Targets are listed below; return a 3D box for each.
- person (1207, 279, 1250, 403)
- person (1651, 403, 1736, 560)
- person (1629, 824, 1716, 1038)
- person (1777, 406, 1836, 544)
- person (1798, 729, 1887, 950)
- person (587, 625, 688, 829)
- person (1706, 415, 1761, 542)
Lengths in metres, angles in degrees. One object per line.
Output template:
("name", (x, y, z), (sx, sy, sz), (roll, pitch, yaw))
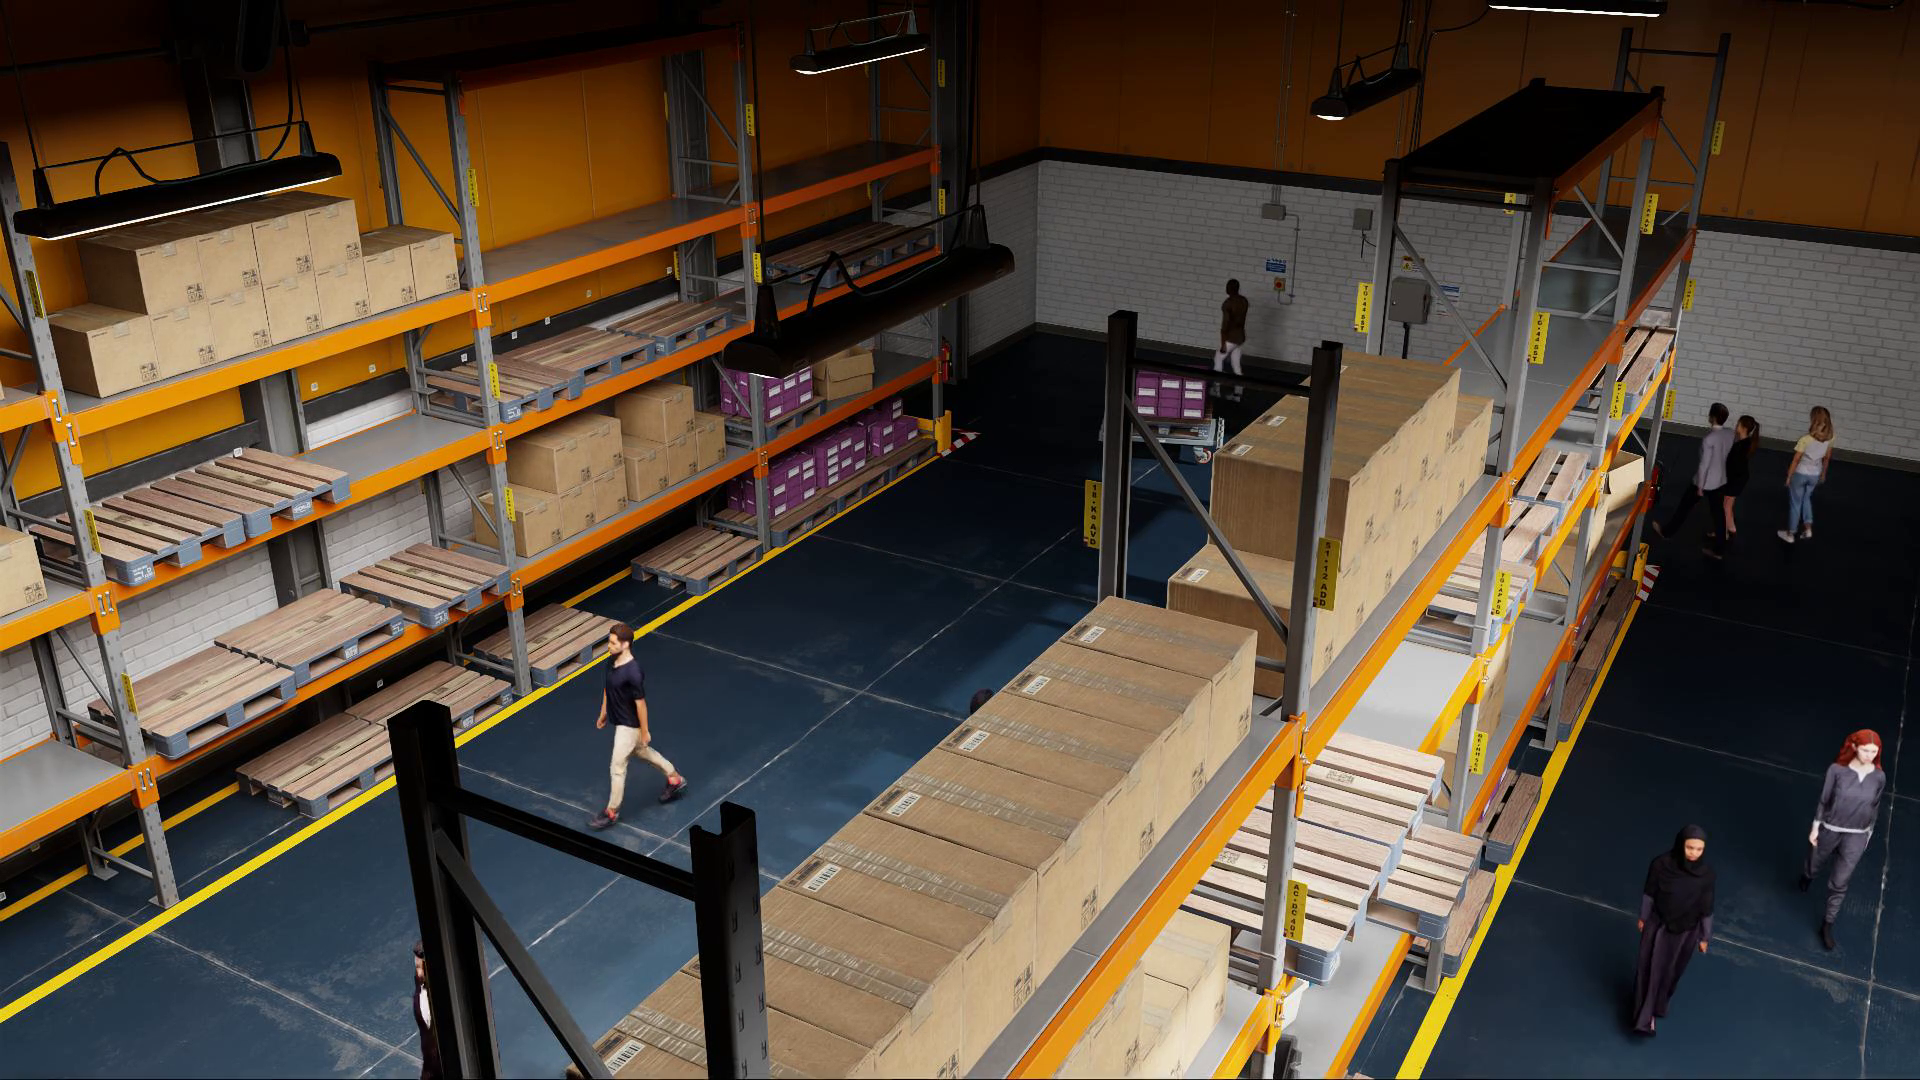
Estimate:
("person", (4.026, -2.877, 24.228), (0.928, 1.803, 0.974), (-19, 30, -36))
("person", (8.686, -0.644, 19.113), (1.179, 1.808, 1.150), (-11, 26, -23))
("person", (5.043, 2.673, 11.767), (0.774, 1.615, 1.009), (7, 25, 15))
("person", (9.907, -0.720, 19.404), (0.834, 1.716, 0.893), (-2, 24, -5))
("person", (6.685, 2.197, 12.670), (0.703, 1.763, 1.009), (8, 25, 17))
("person", (-2.737, 1.527, 14.132), (1.263, 1.821, 1.021), (-13, 27, -28))
("person", (9.194, -0.717, 19.602), (0.641, 1.550, 0.547), (17, 29, 33))
